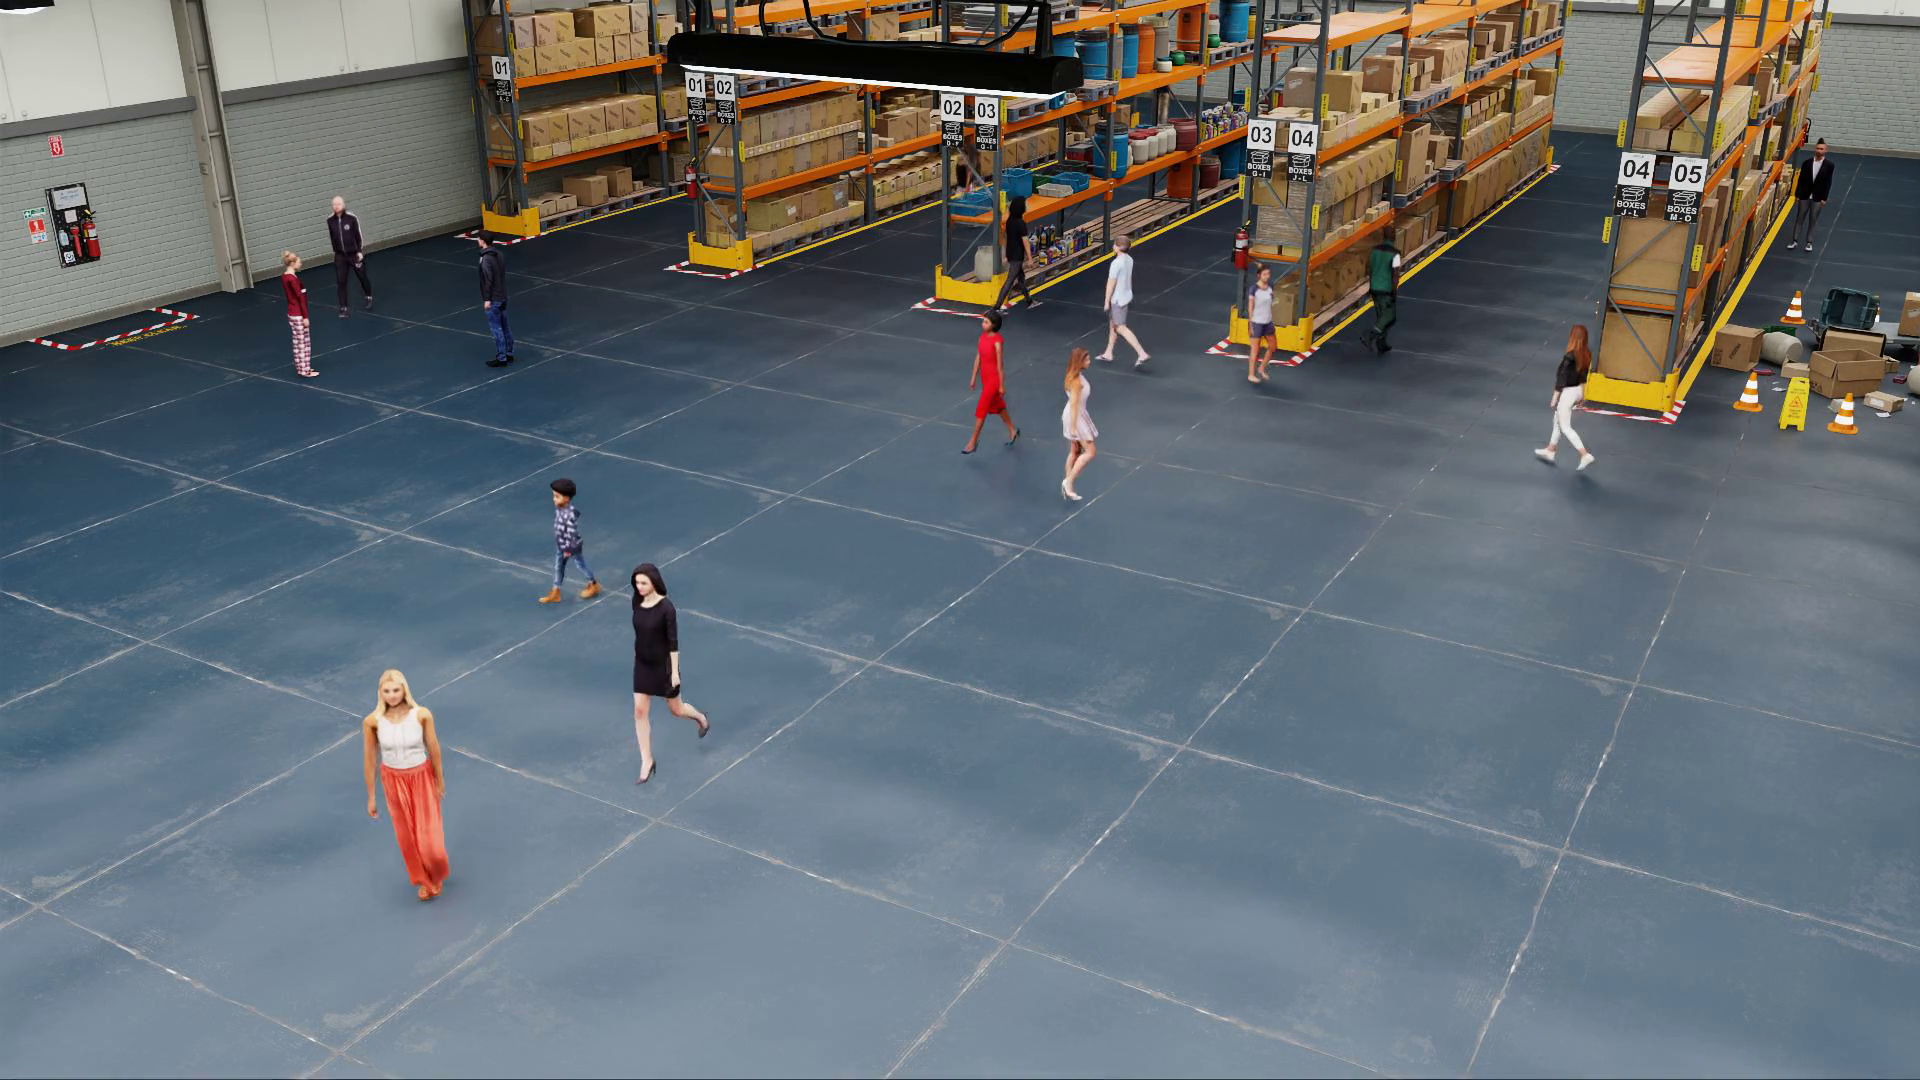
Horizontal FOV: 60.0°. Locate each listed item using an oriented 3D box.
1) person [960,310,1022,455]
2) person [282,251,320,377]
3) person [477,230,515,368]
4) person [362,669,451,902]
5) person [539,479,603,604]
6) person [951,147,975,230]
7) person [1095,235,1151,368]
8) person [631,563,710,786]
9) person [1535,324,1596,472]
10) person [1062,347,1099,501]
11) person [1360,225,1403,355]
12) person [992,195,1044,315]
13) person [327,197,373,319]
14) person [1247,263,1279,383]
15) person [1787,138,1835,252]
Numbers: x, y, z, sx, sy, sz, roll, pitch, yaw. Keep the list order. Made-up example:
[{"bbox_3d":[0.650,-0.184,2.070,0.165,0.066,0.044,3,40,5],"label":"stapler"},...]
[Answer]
[{"bbox_3d":[0.445,-1.862,19.704,1.156,1.697,0.942,-13,26,-28],"label":"person"},{"bbox_3d":[-8.974,-3.071,22.530,0.620,1.711,0.671,-17,28,-35],"label":"person"},{"bbox_3d":[-6.406,-3.338,22.924,0.808,1.892,0.632,4,23,10],"label":"person"},{"bbox_3d":[-3.762,1.636,11.364,0.861,1.785,0.930,-4,23,-9],"label":"person"},{"bbox_3d":[-3.683,0.014,15.896,0.908,1.224,0.691,-17,29,-35],"label":"person"},{"bbox_3d":[0.126,-6.551,30.960,1.079,1.517,0.677,-21,31,-40],"label":"person"},{"bbox_3d":[2.284,-3.252,22.833,0.729,1.805,1.052,13,26,28],"label":"person"},{"bbox_3d":[-2.277,0.997,12.883,0.601,1.772,1.057,13,26,28],"label":"person"},{"bbox_3d":[7.086,-1.620,19.164,1.095,1.674,0.953,-16,28,-33],"label":"person"},{"bbox_3d":[1.183,-1.261,18.211,0.730,1.759,0.672,2,23,4],"label":"person"},{"bbox_3d":[5.883,-3.478,23.351,1.038,1.816,0.904,-14,27,-29],"label":"person"},{"bbox_3d":[0.774,-4.299,25.322,1.265,1.785,1.092,-11,25,-24],"label":"person"},{"bbox_3d":[-9.293,-4.340,25.417,1.122,1.786,1.340,-1,23,-1],"label":"person"},{"bbox_3d":[3.983,-2.908,22.281,0.667,1.605,0.749,-13,26,-27],"label":"person"},{"bbox_3d":[15.045,-6.106,29.360,0.716,1.950,0.609,15,27,32],"label":"person"}]
